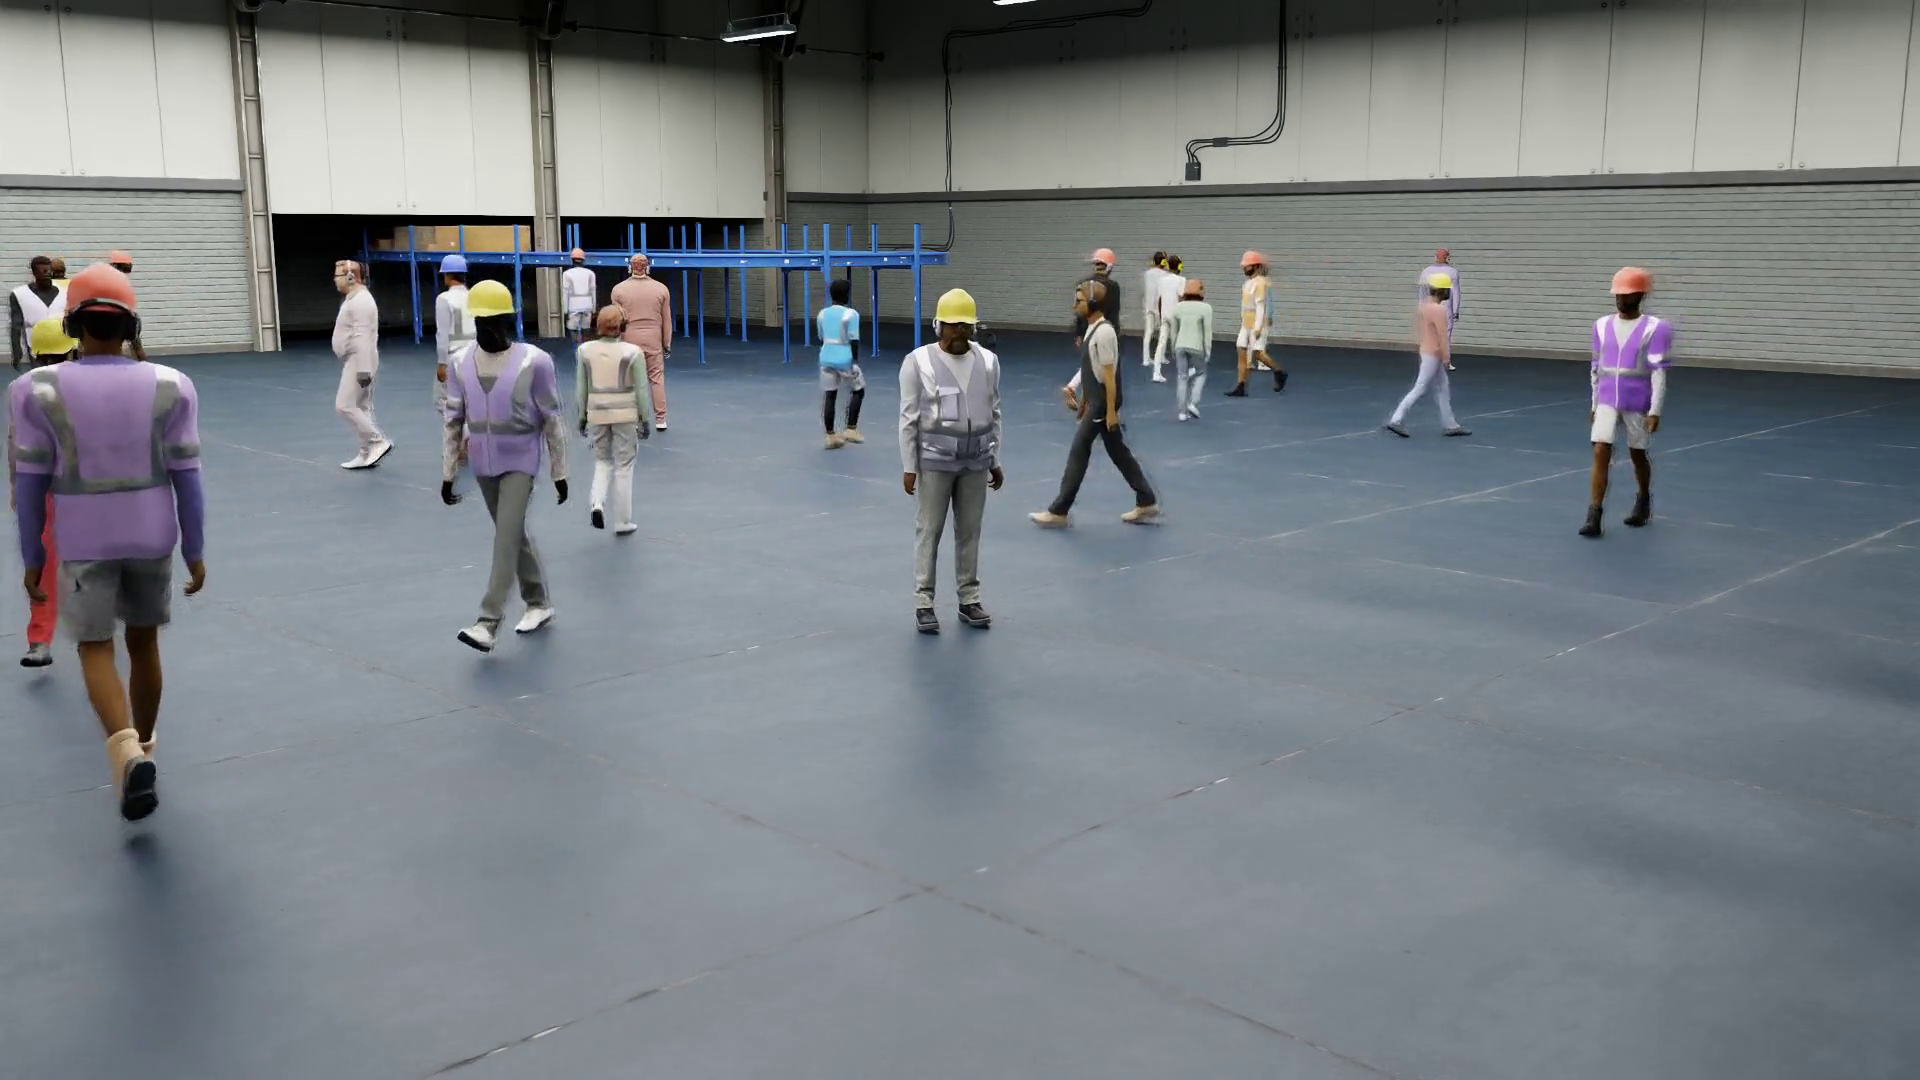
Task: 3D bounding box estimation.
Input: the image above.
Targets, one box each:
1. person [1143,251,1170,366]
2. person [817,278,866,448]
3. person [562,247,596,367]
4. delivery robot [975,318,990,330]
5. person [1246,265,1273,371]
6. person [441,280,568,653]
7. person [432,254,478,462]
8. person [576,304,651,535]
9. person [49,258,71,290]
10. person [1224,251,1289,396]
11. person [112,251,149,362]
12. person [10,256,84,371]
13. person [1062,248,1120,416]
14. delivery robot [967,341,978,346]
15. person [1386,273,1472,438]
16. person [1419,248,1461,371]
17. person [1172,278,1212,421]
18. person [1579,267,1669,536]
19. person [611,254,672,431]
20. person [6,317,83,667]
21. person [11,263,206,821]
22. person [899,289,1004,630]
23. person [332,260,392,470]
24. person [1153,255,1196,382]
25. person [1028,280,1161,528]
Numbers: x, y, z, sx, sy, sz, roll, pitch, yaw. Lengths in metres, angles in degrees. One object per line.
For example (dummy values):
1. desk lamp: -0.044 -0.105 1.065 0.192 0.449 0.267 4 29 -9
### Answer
1. person: 3.222 -3.772 27.145 0.555 1.846 0.621 10 14 43
2. person: -1.168 -1.776 16.681 0.554 1.675 0.554 7 12 33
3. person: -6.088 -3.726 26.682 0.551 1.917 0.565 -5 12 -27
4. delivery robot: 0.328 -4.141 31.817 0.335 0.223 0.698 -6 12 -28
5. person: 4.680 -3.476 26.076 0.308 1.639 0.524 -9 14 -41
6. person: -2.386 -0.382 8.542 0.612 1.874 0.999 3 11 16
7. person: -4.645 -1.672 15.427 0.521 1.930 0.632 4 11 21
8. person: -2.440 -0.846 11.768 0.534 1.623 0.370 2 11 11
9. person: -10.810 -2.463 20.002 0.429 1.844 0.622 4 11 20
10. person: 3.928 -2.856 21.963 0.821 1.917 0.555 -3 11 -17
11. person: -11.987 -3.204 23.949 1.012 1.875 0.563 -7 12 -33
12. person: -9.146 -1.899 16.764 0.760 1.892 0.630 8 13 37
13. person: 1.550 -2.409 19.380 0.701 1.974 0.612 -9 14 -40
14. delivery robot: -0.001 -3.055 26.603 0.477 0.478 0.707 6 12 30
15. person: 4.946 -1.940 17.476 0.906 1.722 0.540 1 10 3
16. person: 7.547 -3.618 26.128 0.652 1.904 0.405 8 13 39
17. person: 2.644 -2.171 19.003 0.521 1.616 0.345 6 12 28
18. person: 4.783 -1.004 11.920 0.559 1.895 0.976 9 14 41
19. person: -3.456 -2.137 18.046 0.652 1.906 0.403 -4 11 -19
20. person: -4.408 -0.229 8.155 0.569 1.704 0.880 -2 11 -13
21. person: -3.078 0.004 6.086 0.617 2.016 0.870 -7 13 -34
22. person: -0.033 -0.430 8.951 0.601 1.827 0.403 -5 11 -24
23. person: -5.467 -1.572 15.012 0.436 1.888 0.666 -5 11 -24
24. person: 3.092 -3.219 24.198 0.541 1.814 0.984 8 13 39
25. person: 1.036 -0.993 12.144 0.993 1.798 0.536 0 10 0
